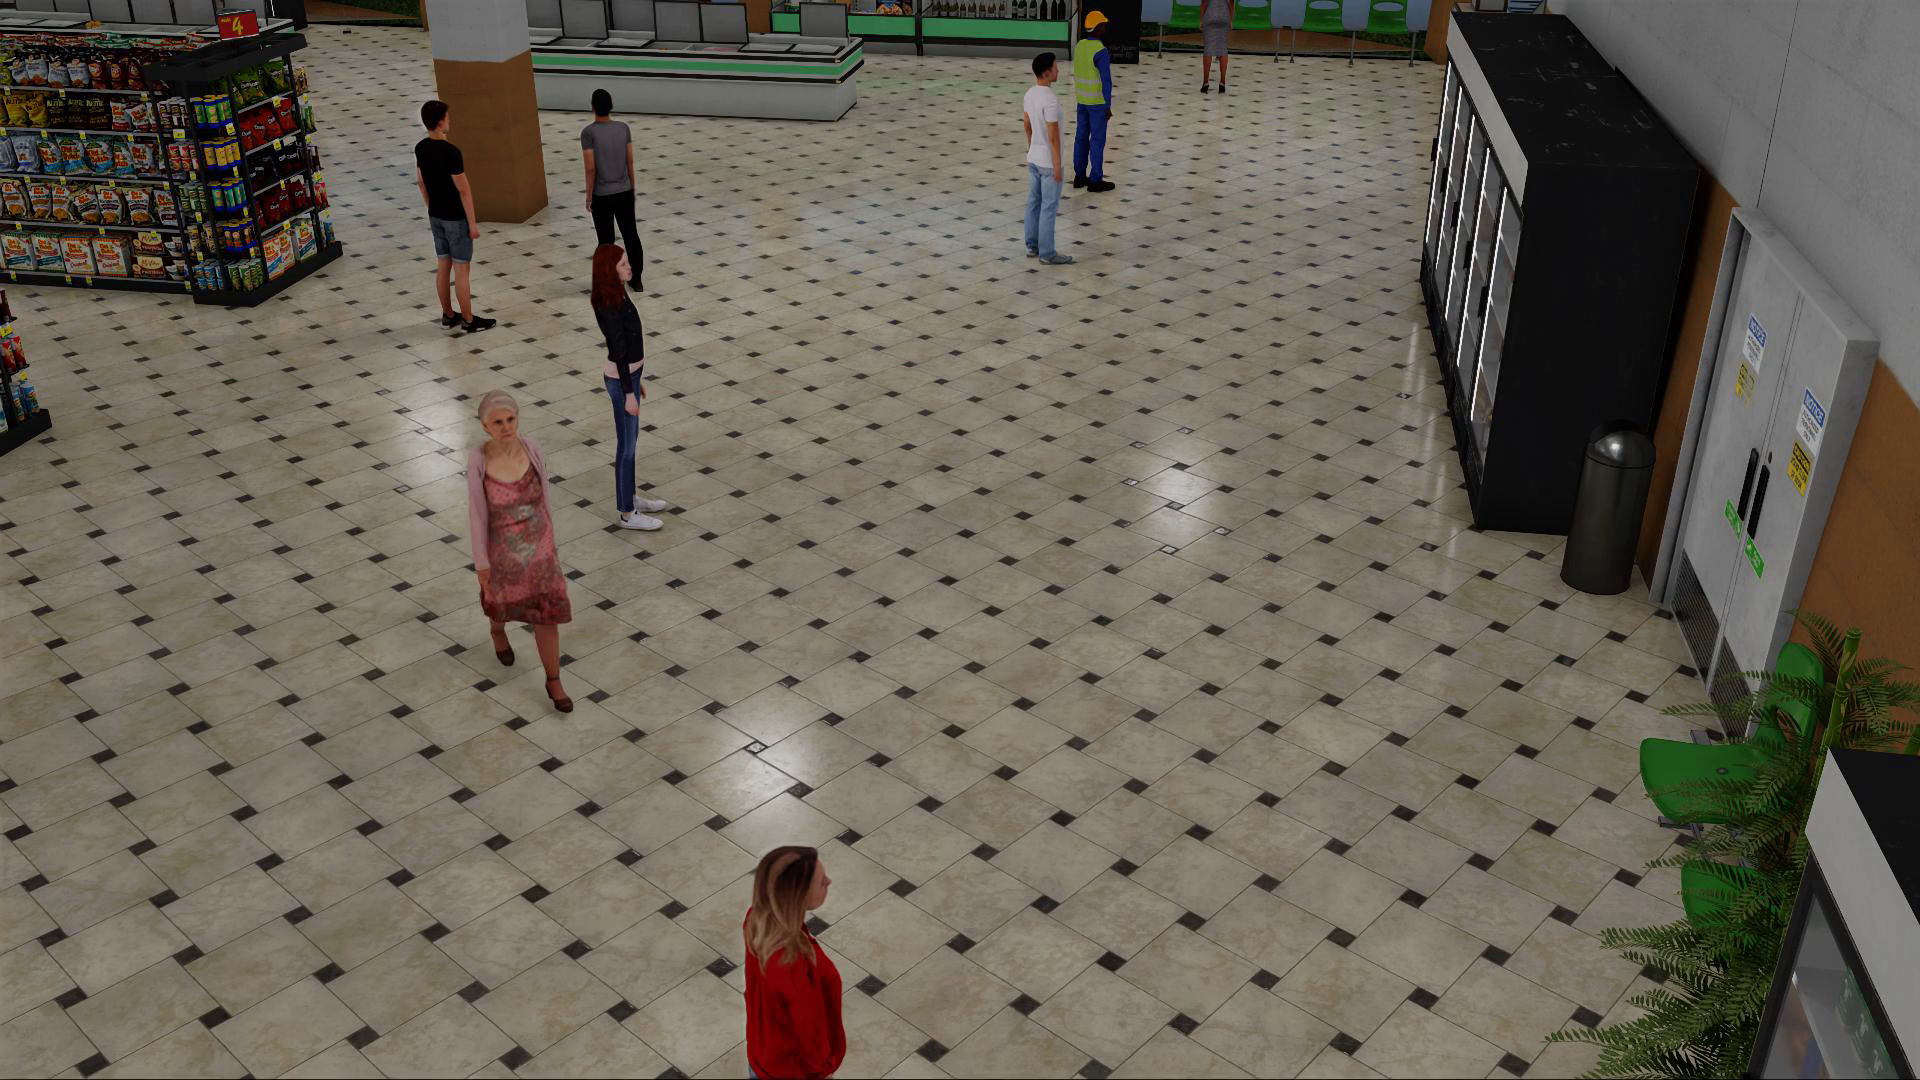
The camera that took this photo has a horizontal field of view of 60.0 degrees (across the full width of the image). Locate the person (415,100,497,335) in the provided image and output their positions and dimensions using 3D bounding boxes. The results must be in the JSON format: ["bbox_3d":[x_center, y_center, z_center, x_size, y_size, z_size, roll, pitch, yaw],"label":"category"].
[{"bbox_3d":[-4.089,-2.578,13.280,0.645,1.846,0.804,17,31,29],"label":"person"}]

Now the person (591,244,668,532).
[{"bbox_3d":[-2.032,-0.931,10.098,0.617,1.787,0.621,-2,27,-3],"label":"person"}]

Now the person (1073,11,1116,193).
[{"bbox_3d":[1.365,-4.534,17.173,0.811,1.813,0.744,-19,32,-33],"label":"person"}]

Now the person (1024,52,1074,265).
[{"bbox_3d":[0.761,-3.419,14.916,0.784,1.867,0.758,-13,30,-24],"label":"person"}]

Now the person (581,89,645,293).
[{"bbox_3d":[-2.953,-2.940,14.094,0.702,1.755,0.750,-20,33,-34],"label":"person"}]

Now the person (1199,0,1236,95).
[{"bbox_3d":[3.303,-6.667,21.414,0.504,1.781,0.681,1,27,1],"label":"person"}]

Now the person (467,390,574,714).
[{"bbox_3d":[-2.274,0.016,8.377,1.044,1.654,1.097,-16,31,-28],"label":"person"}]

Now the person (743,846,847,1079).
[{"bbox_3d":[-0.516,1.642,5.115,0.716,1.703,0.684,-14,30,-26],"label":"person"}]
